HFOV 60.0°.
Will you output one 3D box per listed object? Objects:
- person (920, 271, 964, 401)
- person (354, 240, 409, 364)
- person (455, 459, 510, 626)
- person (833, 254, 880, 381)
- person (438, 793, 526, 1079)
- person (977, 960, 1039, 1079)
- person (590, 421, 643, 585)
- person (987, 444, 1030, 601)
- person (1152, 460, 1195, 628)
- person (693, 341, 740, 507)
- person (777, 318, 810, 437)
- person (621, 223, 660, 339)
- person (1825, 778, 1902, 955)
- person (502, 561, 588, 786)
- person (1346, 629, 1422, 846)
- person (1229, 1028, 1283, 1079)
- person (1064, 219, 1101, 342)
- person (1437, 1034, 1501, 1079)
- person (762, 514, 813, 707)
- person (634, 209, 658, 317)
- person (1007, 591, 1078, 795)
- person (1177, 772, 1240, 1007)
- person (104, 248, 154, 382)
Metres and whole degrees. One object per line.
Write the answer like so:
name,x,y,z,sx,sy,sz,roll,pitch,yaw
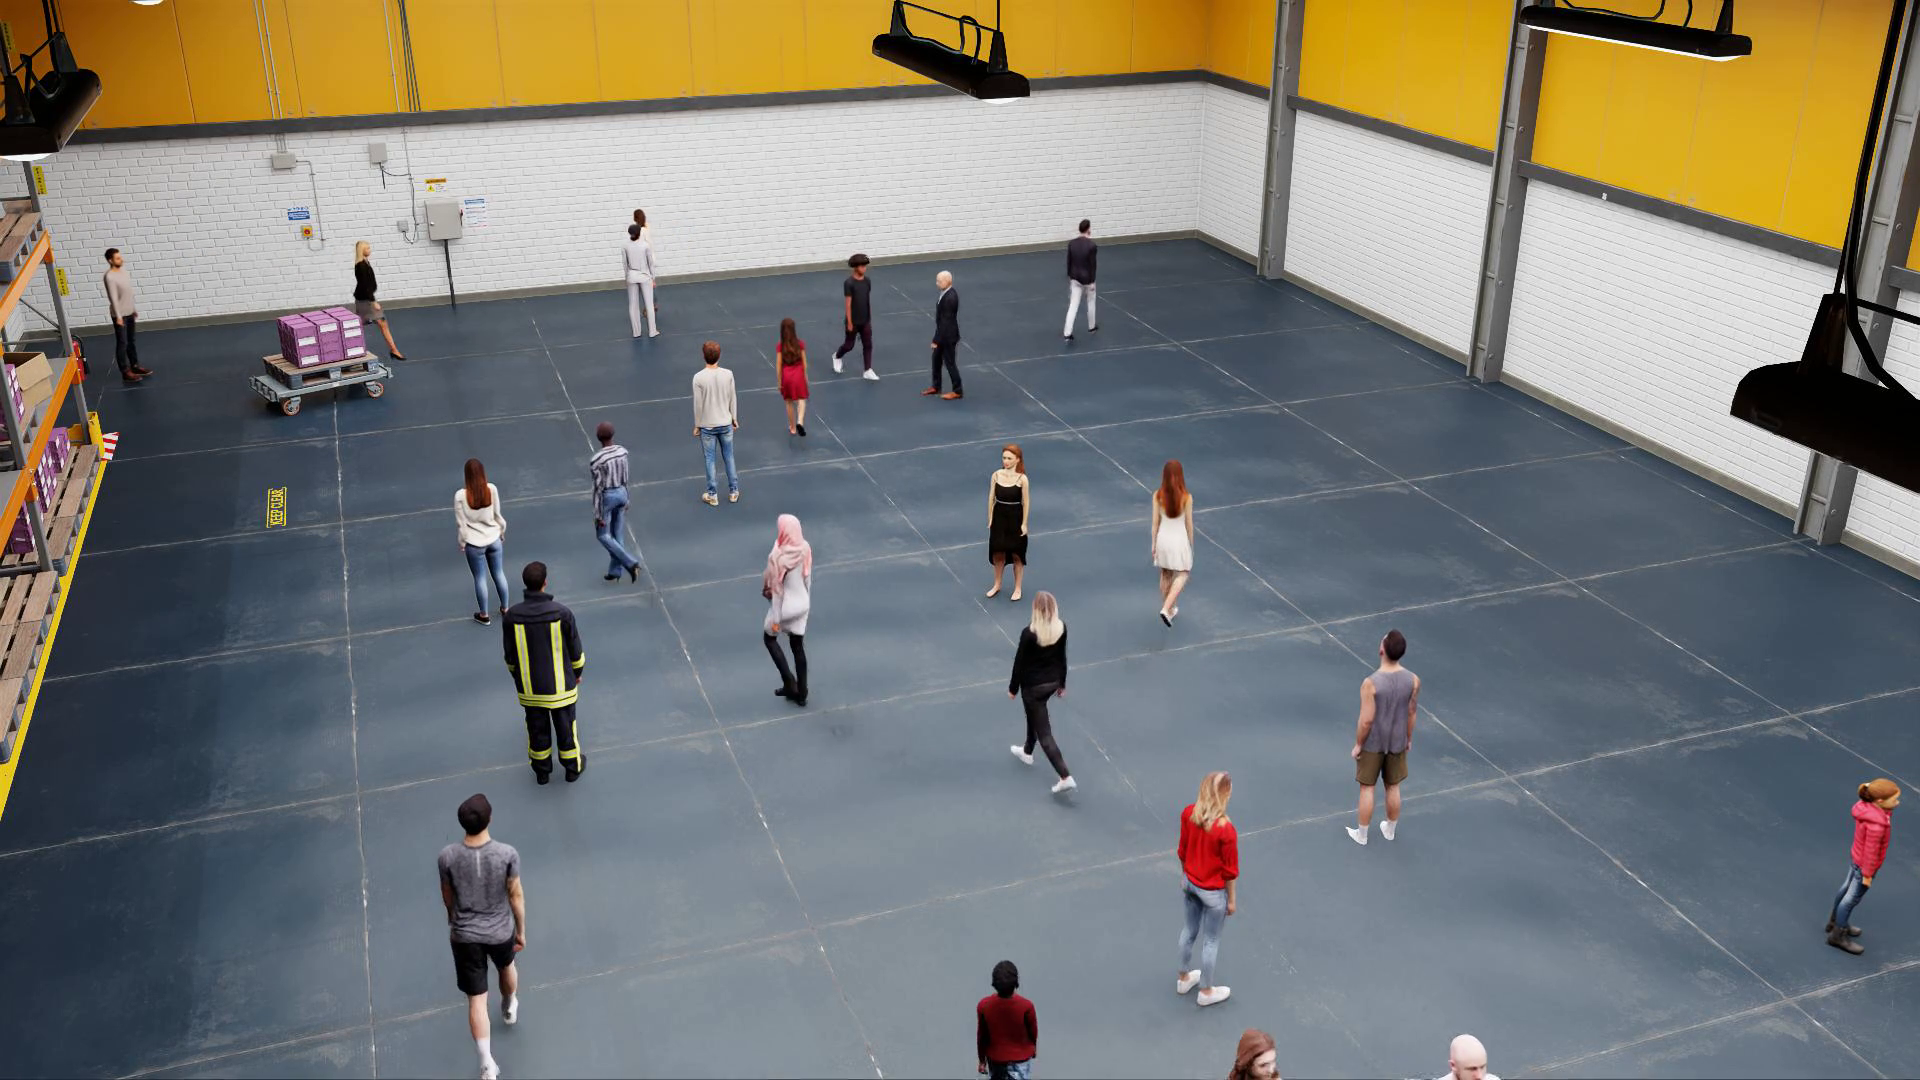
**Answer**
person,-0.093,-2.727,22.254,0.870,1.776,0.818,-2,24,-5
person,-8.504,-3.304,23.554,0.848,1.791,1.170,-4,24,-8
person,-4.616,0.007,16.104,0.667,1.692,0.627,-15,28,-31
person,-1.472,-3.114,23.159,0.875,1.760,1.125,-18,30,-36
person,-2.955,2.475,10.260,0.712,1.850,1.179,-6,24,-14
person,0.281,3.036,9.728,0.761,1.249,0.924,4,24,10
person,-3.454,-0.325,16.755,1.002,1.779,0.887,18,29,35
person,0.499,-0.190,16.639,0.670,1.624,0.725,9,25,20
person,2.016,0.073,15.943,0.883,1.700,0.942,10,26,22
person,-2.774,-1.326,18.892,0.671,1.902,0.561,-10,25,-21
person,-2.094,-2.021,20.930,0.645,1.543,0.848,-4,24,-8
person,-4.820,-3.914,25.021,0.703,1.735,0.682,1,24,3
person,6.244,2.221,11.509,0.648,1.317,0.584,10,26,22
person,-3.332,1.070,13.378,0.852,1.928,0.772,-2,24,-4
person,3.207,1.514,12.620,0.662,1.845,0.620,-5,24,-10
person,1.453,3.232,8.718,0.765,1.698,1.189,-15,28,-31
person,1.761,-3.811,24.713,1.236,1.792,1.231,14,27,29
person,2.477,3.237,8.573,0.708,1.806,1.219,-7,25,-16
person,-1.427,0.645,14.522,0.781,1.791,0.761,21,31,39
person,-4.942,-4.375,26.145,0.755,1.680,0.615,1,24,3
person,0.691,1.247,13.323,0.845,1.648,1.210,-17,29,-34
person,1.610,2.273,10.906,0.748,1.704,0.588,-20,30,-38
person,-11.626,-3.138,23.085,0.778,1.863,0.631,2,24,4
